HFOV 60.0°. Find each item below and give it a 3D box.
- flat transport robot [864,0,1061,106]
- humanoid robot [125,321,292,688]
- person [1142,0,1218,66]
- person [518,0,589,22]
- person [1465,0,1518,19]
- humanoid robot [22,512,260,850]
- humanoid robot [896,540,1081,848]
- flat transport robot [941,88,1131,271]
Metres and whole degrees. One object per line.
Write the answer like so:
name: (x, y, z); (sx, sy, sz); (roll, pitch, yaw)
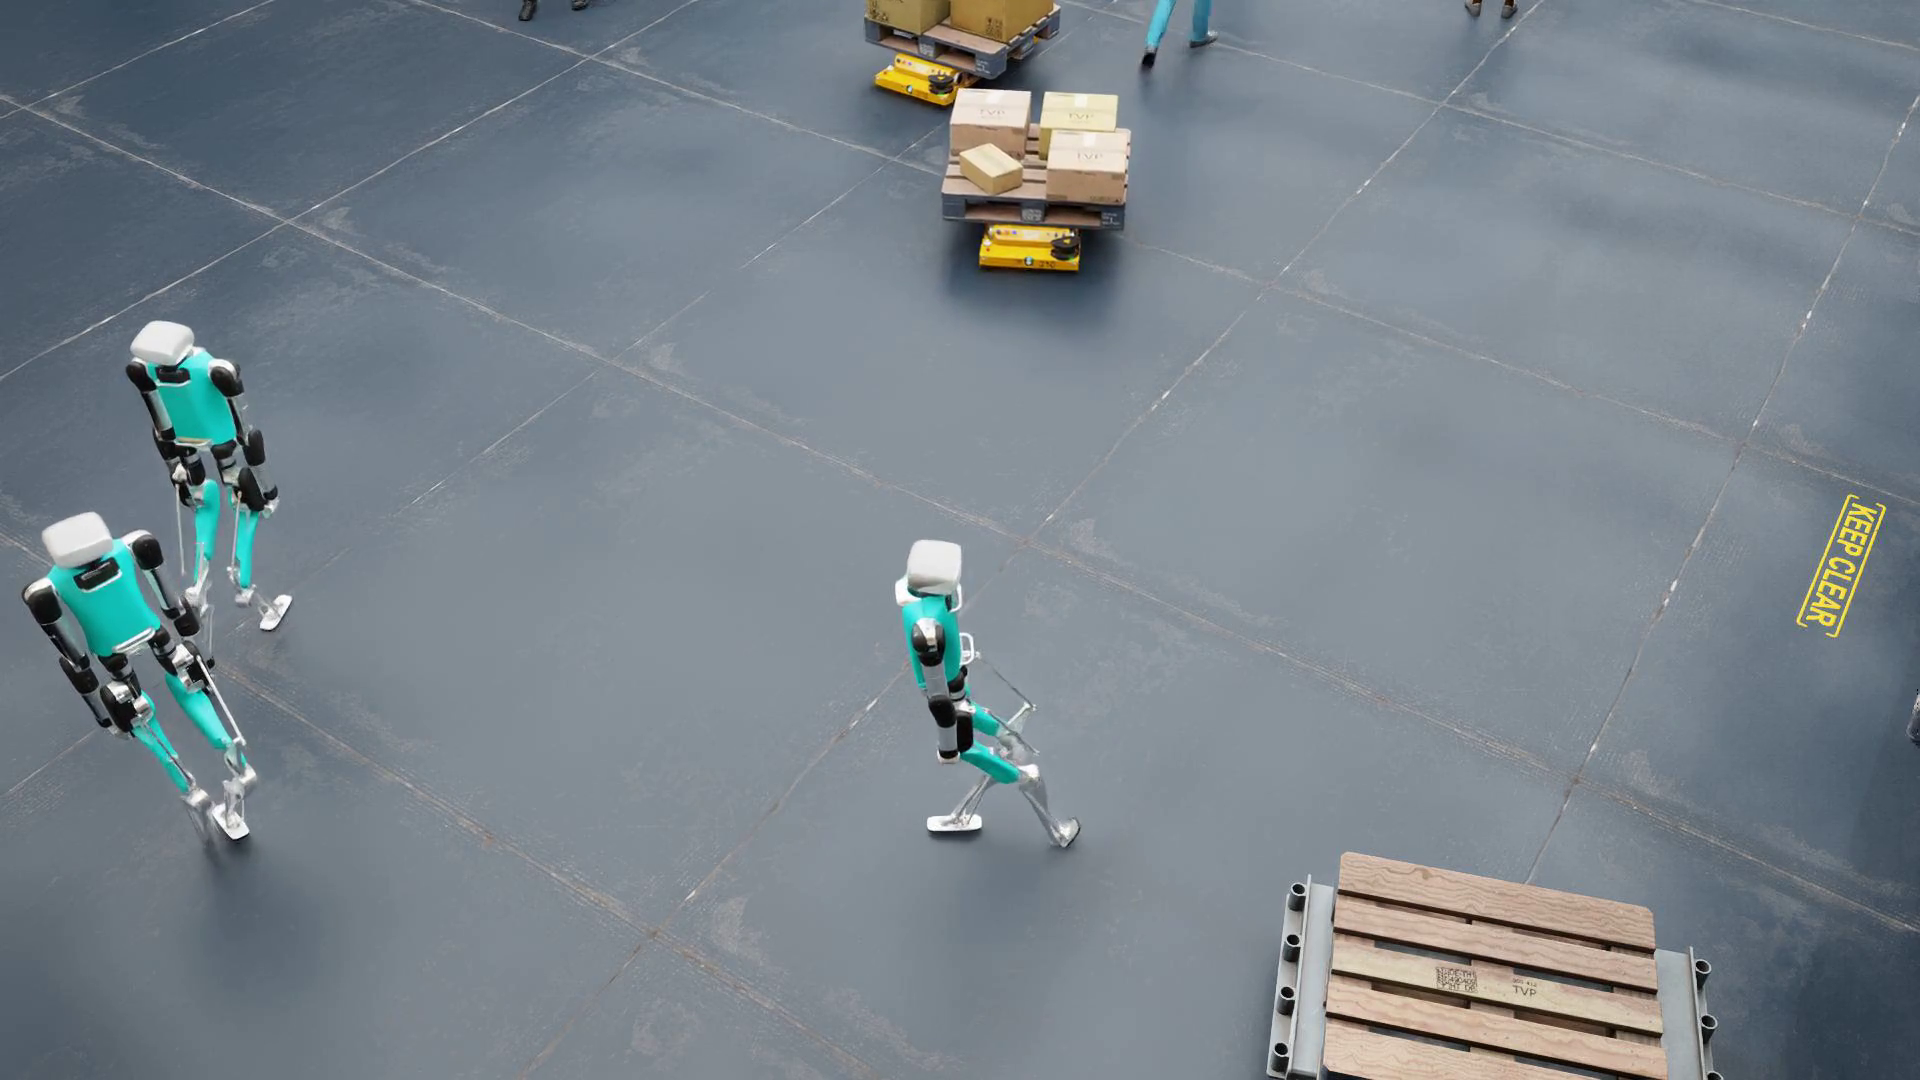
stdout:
flat transport robot: (0.010, -3.845, 13.082); (0.659, 0.231, 1.431); (24, 47, 24)
humanoid robot: (-3.575, -0.061, 7.779); (0.556, 1.812, 0.903); (6, 42, 7)
person: (1.754, -4.516, 12.683); (0.650, 1.799, 0.881); (27, 48, 27)
person: (-3.401, -5.144, 13.315); (0.585, 1.910, 0.569); (6, 42, 7)
person: (4.423, -5.120, 13.255); (0.566, 1.938, 0.414); (9, 42, 9)
humanoid robot: (-3.255, 0.746, 6.916); (0.730, 1.890, 0.545); (33, 51, 31)
humanoid robot: (0.193, 0.709, 6.933); (0.882, 1.837, 0.556); (-3, 42, -3)
flat transport robot: (0.526, -2.307, 11.361); (0.659, 0.231, 1.431); (4, 42, 5)
